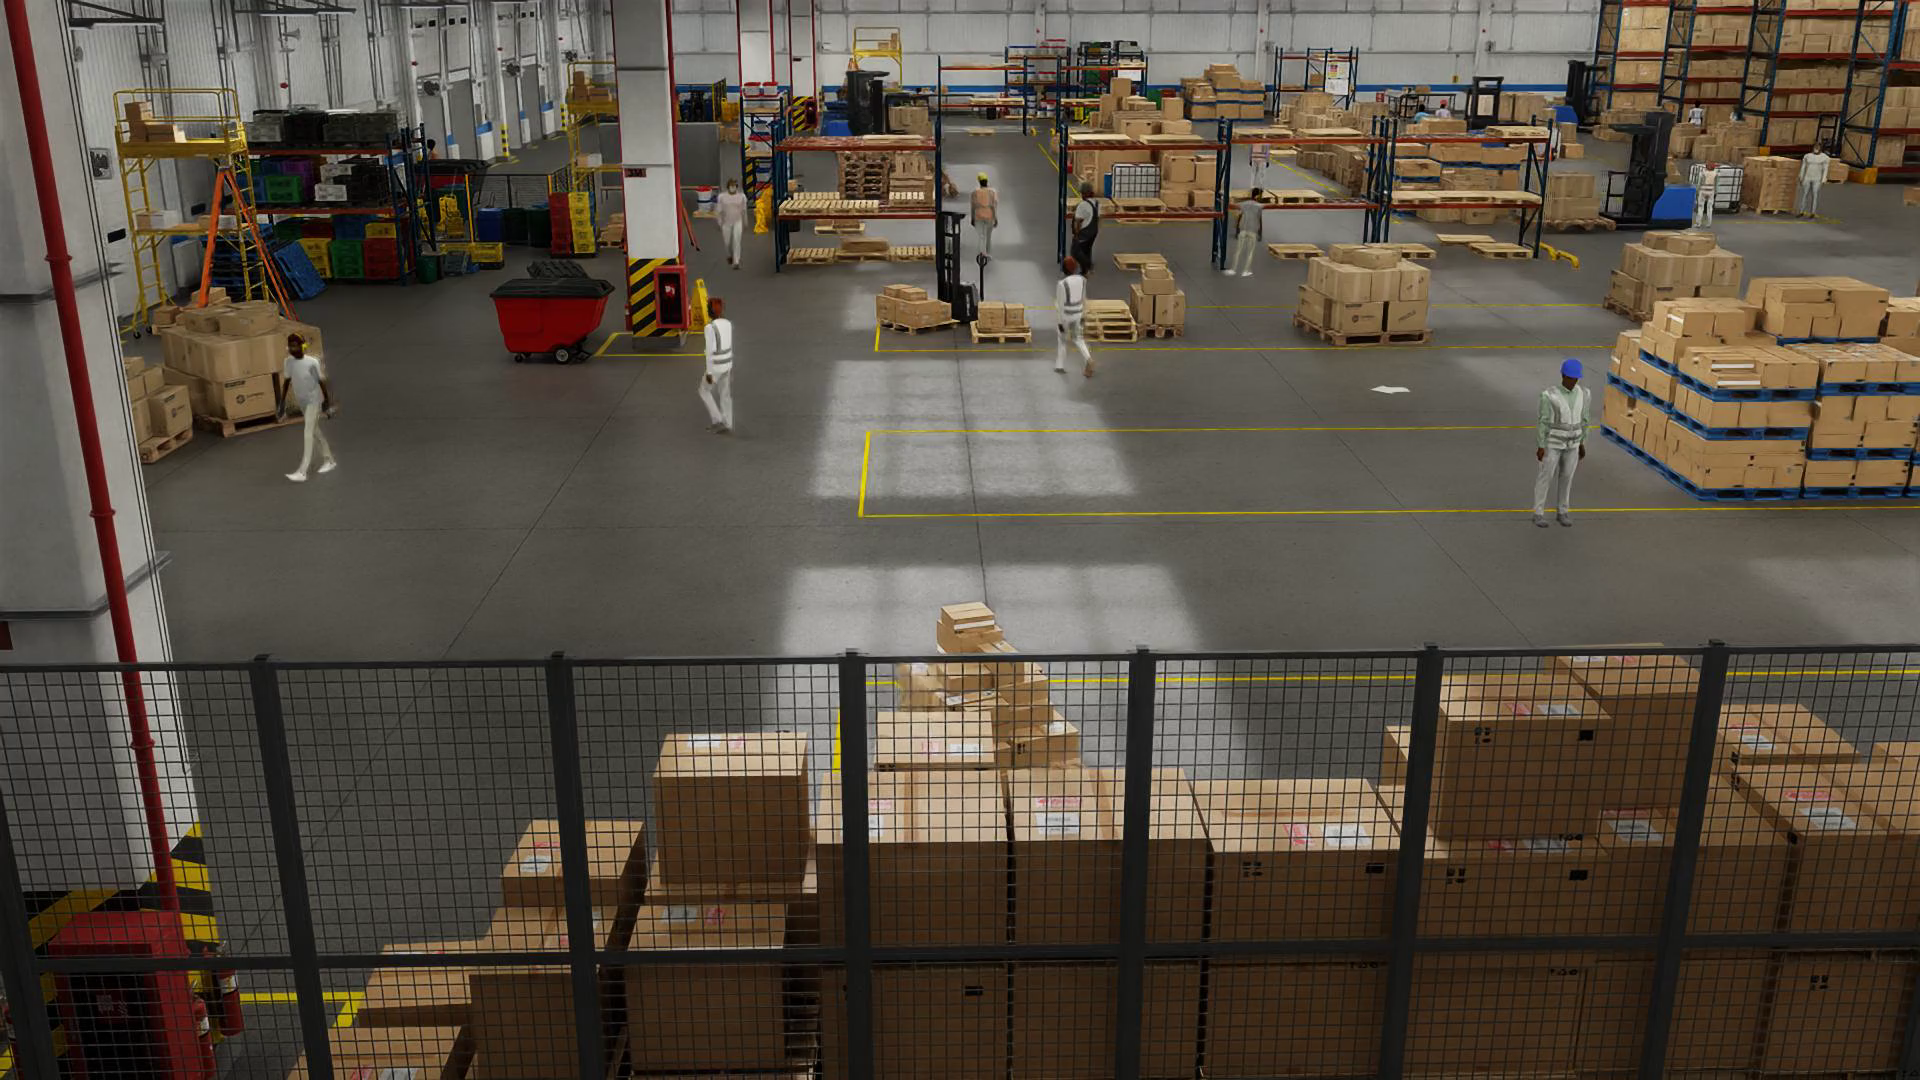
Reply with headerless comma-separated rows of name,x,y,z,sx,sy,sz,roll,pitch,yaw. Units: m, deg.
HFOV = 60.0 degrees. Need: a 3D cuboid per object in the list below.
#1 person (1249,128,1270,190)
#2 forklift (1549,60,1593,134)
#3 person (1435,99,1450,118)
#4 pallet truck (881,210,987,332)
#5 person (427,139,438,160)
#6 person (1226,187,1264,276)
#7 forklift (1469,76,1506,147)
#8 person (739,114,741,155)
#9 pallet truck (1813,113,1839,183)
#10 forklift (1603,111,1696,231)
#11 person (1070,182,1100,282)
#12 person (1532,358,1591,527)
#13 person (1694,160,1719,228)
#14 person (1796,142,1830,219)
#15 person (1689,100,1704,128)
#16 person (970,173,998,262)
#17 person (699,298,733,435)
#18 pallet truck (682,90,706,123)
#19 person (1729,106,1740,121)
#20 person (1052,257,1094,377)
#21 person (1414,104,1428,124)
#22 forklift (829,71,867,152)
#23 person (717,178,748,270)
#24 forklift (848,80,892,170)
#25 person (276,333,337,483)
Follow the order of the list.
person,8.602,-10.881,47.757,0.626,1.840,0.430,13,23,34
forklift,24.397,-17.645,66.217,1.873,2.768,1.129,0,19,-1
person,16.823,-14.439,58.177,0.582,1.923,0.406,-5,19,-13
pallet truck,-0.493,-4.759,29.349,1.885,1.965,0.823,-13,23,-34
person,-14.590,-10.260,46.130,0.319,1.697,0.532,-11,22,-30
person,5.933,-6.381,34.431,0.699,1.825,0.381,9,20,24
forklift,17.525,-14.064,55.594,1.129,2.768,1.873,-1,19,-1
person,-7.295,-13.806,56.296,0.384,1.925,0.593,0,19,0
pallet truck,26.403,-11.957,50.702,0.823,1.965,1.885,6,19,16
forklift,16.956,-9.029,40.655,1.873,2.768,1.129,-1,19,-2
person,2.511,-6.224,33.630,0.536,2.000,0.706,14,23,35
person,6.705,-1.081,18.539,0.601,1.939,0.414,-4,19,-11
person,18.473,-8.554,41.160,0.522,1.638,0.309,1,19,3
person,21.927,-9.254,42.775,0.635,1.938,0.360,14,23,36
person,26.857,-15.197,60.777,0.542,1.696,0.316,-1,19,-2
person,0.533,-7.042,36.320,0.617,1.870,0.990,1,19,2
person,-3.279,-2.325,22.327,0.491,1.867,0.615,10,21,27
pallet truck,-9.671,-15.907,62.421,0.823,1.965,1.885,5,19,15
person,27.538,-14.630,59.206,0.390,1.620,0.538,-5,19,-15
person,1.747,-3.428,25.619,0.581,1.860,0.776,-12,22,-31
person,16.416,-14.668,59.220,0.542,1.679,0.511,-6,19,-16
forklift,-3.629,-15.158,58.838,1.873,2.768,1.129,9,21,25
person,-4.798,-6.694,35.199,0.657,1.924,0.493,-2,19,-7
forklift,-2.644,-13.227,53.109,1.873,2.768,1.129,-1,19,-1
person,-8.042,-1.627,20.338,0.520,1.816,0.954,9,21,25
